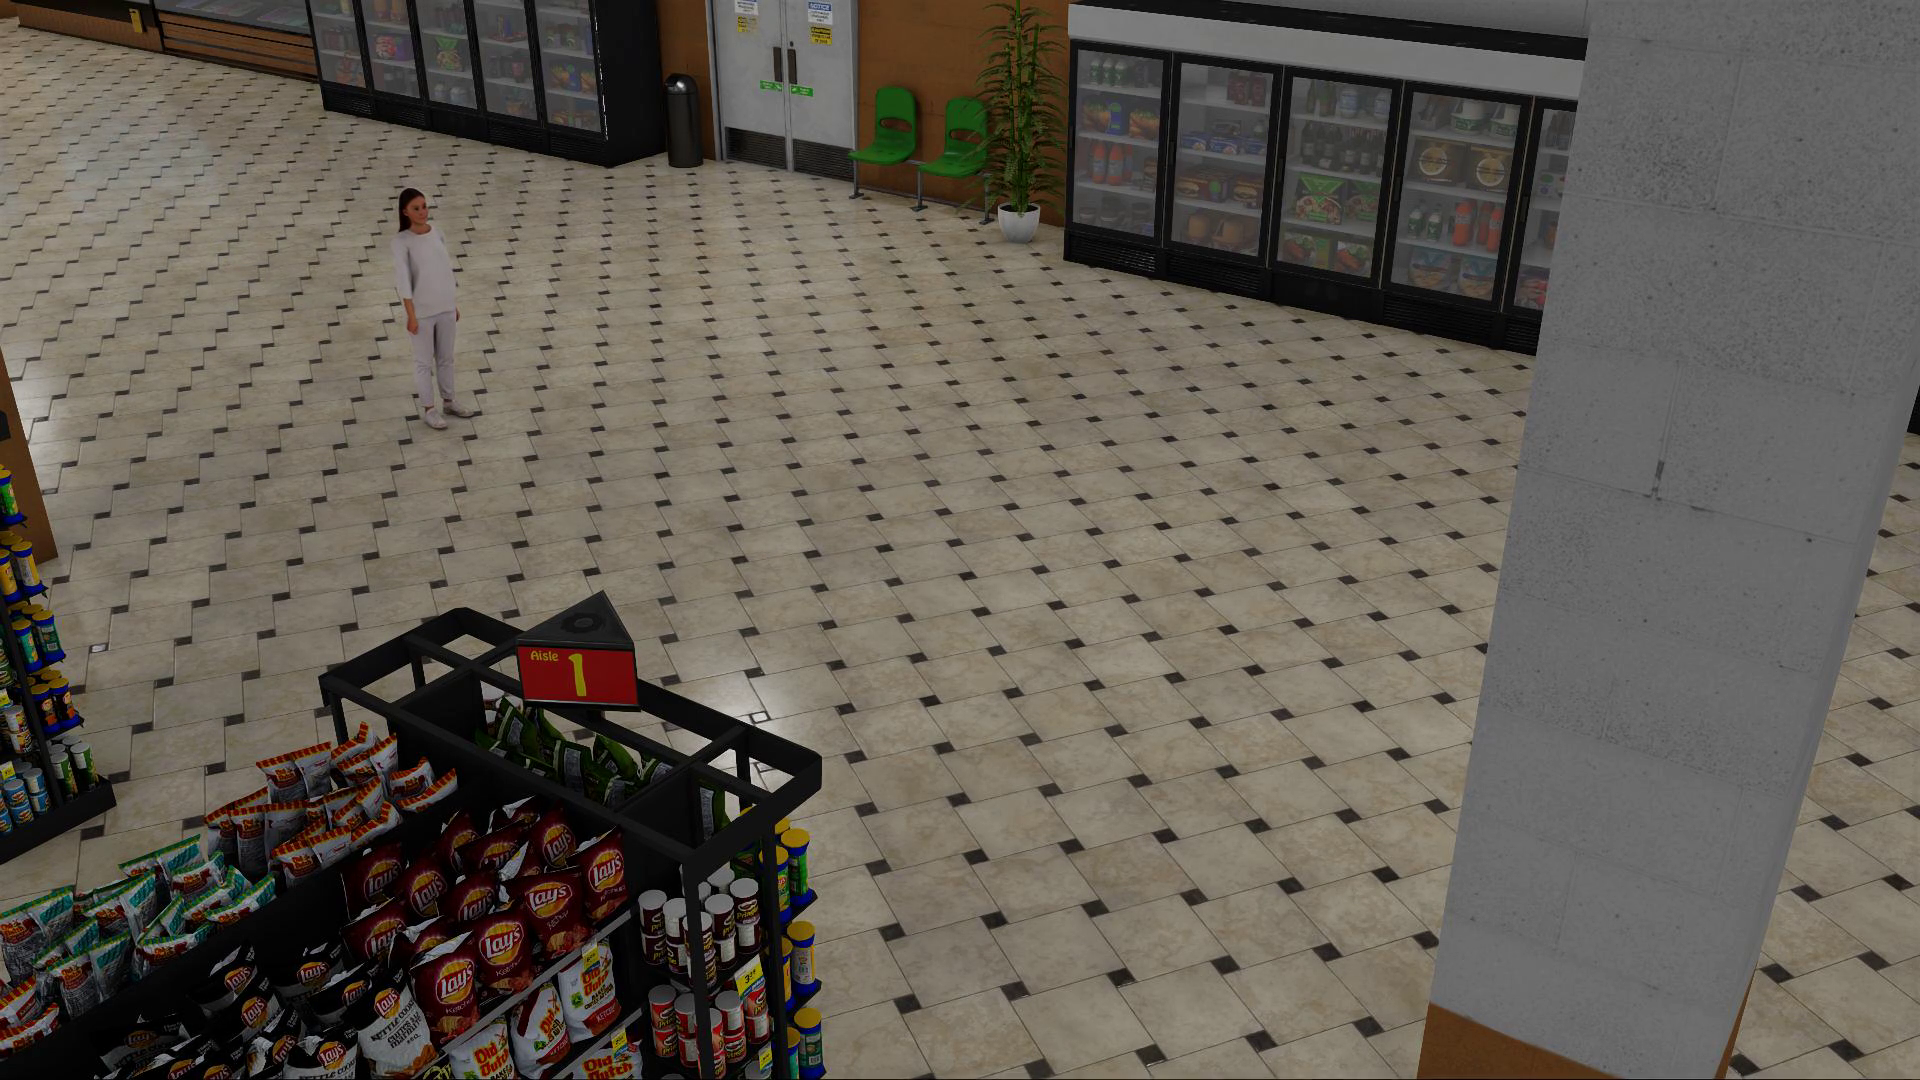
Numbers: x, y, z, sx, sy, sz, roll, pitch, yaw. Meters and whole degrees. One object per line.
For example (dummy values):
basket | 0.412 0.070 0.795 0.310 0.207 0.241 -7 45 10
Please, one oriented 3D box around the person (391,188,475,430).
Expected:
person | -3.733 -1.635 11.681 0.664 1.689 0.473 16 31 29
